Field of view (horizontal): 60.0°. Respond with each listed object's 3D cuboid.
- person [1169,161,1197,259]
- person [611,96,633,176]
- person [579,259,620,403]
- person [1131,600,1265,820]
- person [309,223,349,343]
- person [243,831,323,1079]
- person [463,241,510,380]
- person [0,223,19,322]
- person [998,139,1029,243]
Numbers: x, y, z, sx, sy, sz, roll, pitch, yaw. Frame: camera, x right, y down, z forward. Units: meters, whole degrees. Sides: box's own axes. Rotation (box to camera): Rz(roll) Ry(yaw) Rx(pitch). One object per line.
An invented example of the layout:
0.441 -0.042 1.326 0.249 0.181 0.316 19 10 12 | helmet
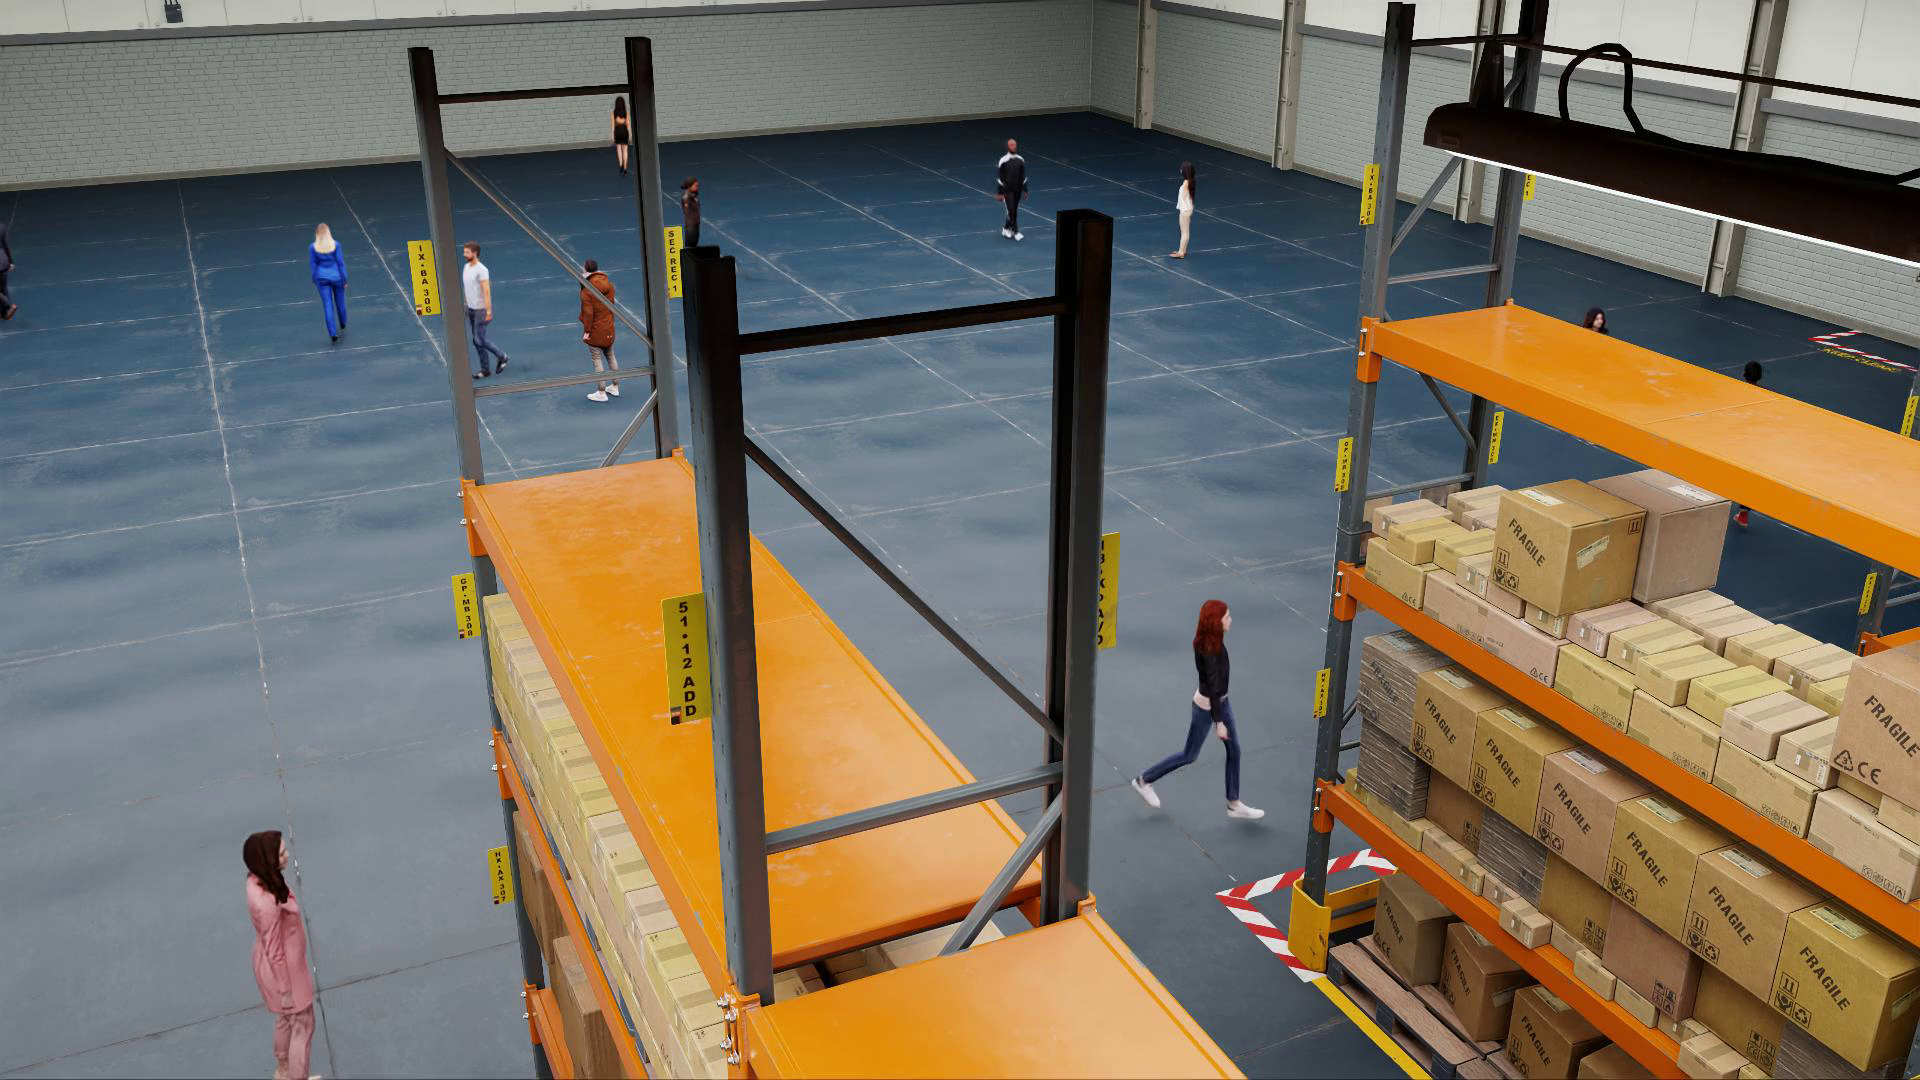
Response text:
3.916 -5.702 28.702 0.729 1.653 0.668 -15 27 -32 | person
-7.259 -8.654 35.672 0.683 1.632 0.751 -3 23 -8 | person
-4.639 -2.713 21.439 0.874 1.837 0.841 14 27 30 | person
1.734 1.274 12.171 1.198 1.752 1.137 8 24 19 | person
-9.064 -3.662 23.908 0.773 1.651 1.165 -6 24 -14 | person
-3.851 2.431 9.399 0.693 1.793 0.477 -11 25 -25 | person
-6.383 -3.092 22.305 0.808 1.856 0.834 21 31 40 | person
-14.380 -4.127 24.811 1.030 1.801 0.955 11 26 25 | person
0.896 -6.289 29.913 0.713 1.787 1.127 -12 26 -26 | person
